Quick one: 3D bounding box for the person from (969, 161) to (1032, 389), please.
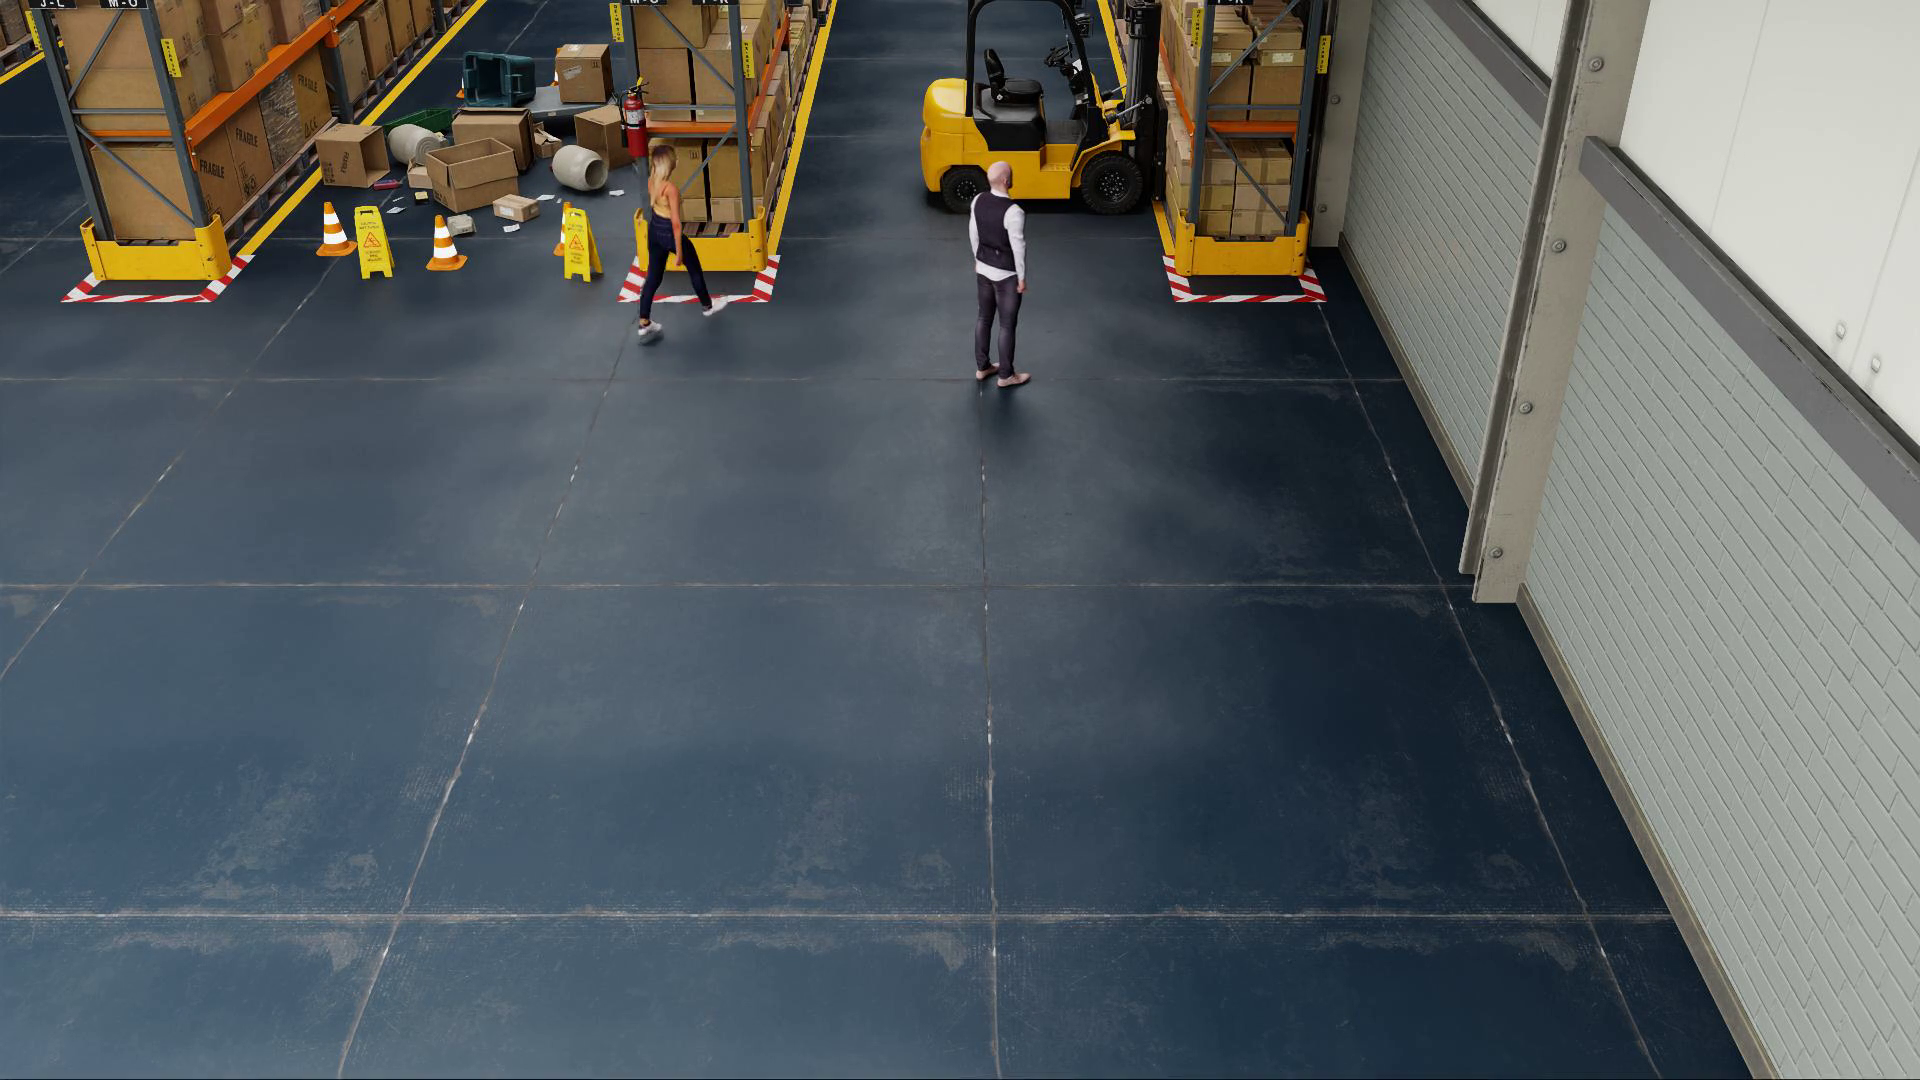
[{"bbox_3d":[0.303,-2.072,12.980,0.778,1.824,0.828,26,41,35],"label":"person"}]

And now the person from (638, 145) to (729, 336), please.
[{"bbox_3d":[-2.490,-2.444,13.799,1.153,1.579,1.089,-28,42,-37],"label":"person"}]
